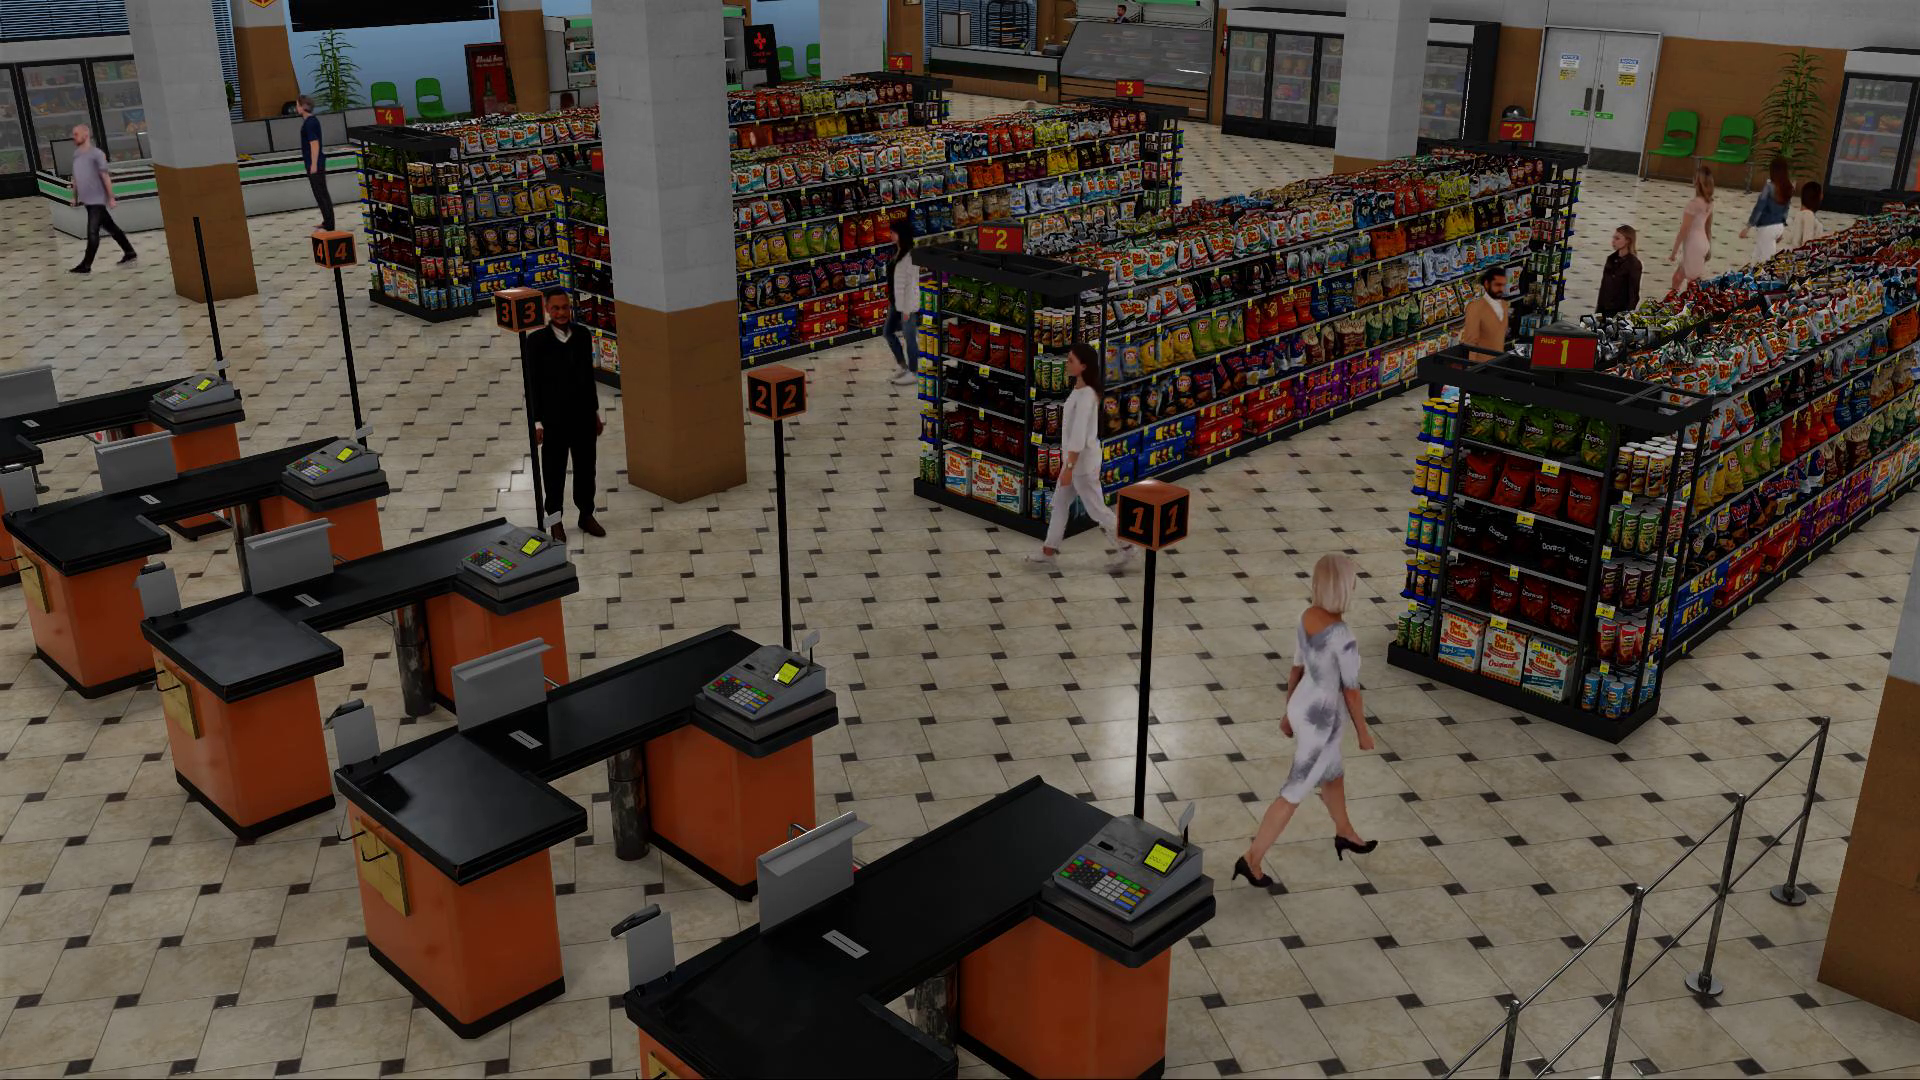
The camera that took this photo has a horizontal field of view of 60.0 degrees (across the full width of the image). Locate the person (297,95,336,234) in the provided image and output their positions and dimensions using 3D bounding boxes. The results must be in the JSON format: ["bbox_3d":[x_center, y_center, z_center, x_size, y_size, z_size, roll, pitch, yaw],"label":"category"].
[{"bbox_3d":[-8.945,-5.225,23.083,0.716,1.870,0.736,-7,23,-17],"label":"person"}]

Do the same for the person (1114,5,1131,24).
[{"bbox_3d":[3.720,-11.423,38.510,0.566,1.868,0.611,-20,30,-41],"label":"person"}]

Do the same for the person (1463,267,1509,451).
[{"bbox_3d":[4.274,-1.381,13.675,0.548,1.752,0.729,-17,28,-36],"label":"person"}]

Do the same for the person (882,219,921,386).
[{"bbox_3d":[-0.474,-2.315,16.161,0.672,1.630,0.706,-12,25,-27],"label":"person"}]

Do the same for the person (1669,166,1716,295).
[{"bbox_3d":[7.898,-3.012,17.684,0.929,1.789,0.750,-16,27,-35],"label":"person"}]

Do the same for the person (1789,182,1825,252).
[{"bbox_3d":[8.938,-2.979,17.745,0.760,1.683,0.645,6,23,15],"label":"person"}]

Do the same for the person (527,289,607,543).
[{"bbox_3d":[-2.922,-0.932,12.353,0.633,1.904,0.800,-13,25,-28],"label":"person"}]

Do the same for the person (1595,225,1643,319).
[{"bbox_3d":[6.110,-2.084,15.489,0.661,1.703,0.673,-7,23,-17],"label":"person"}]

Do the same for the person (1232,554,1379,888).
[{"bbox_3d":[1.652,0.923,7.999,1.160,1.708,0.908,-7,23,-16],"label":"person"}]

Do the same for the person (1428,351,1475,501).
[{"bbox_3d":[3.875,-0.922,13.179,0.591,1.269,0.630,8,23,19],"label":"person"}]

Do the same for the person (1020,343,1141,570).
[{"bbox_3d":[0.944,-0.544,11.723,1.149,1.653,1.054,-1,22,-3],"label":"person"}]

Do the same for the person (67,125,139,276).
[{"bbox_3d":[-10.686,-4.225,20.712,0.910,1.782,1.313,12,25,28],"label":"person"}]

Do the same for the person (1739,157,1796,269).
[{"bbox_3d":[9.353,-3.495,19.067,1.083,1.654,0.855,-13,25,-30],"label":"person"}]
